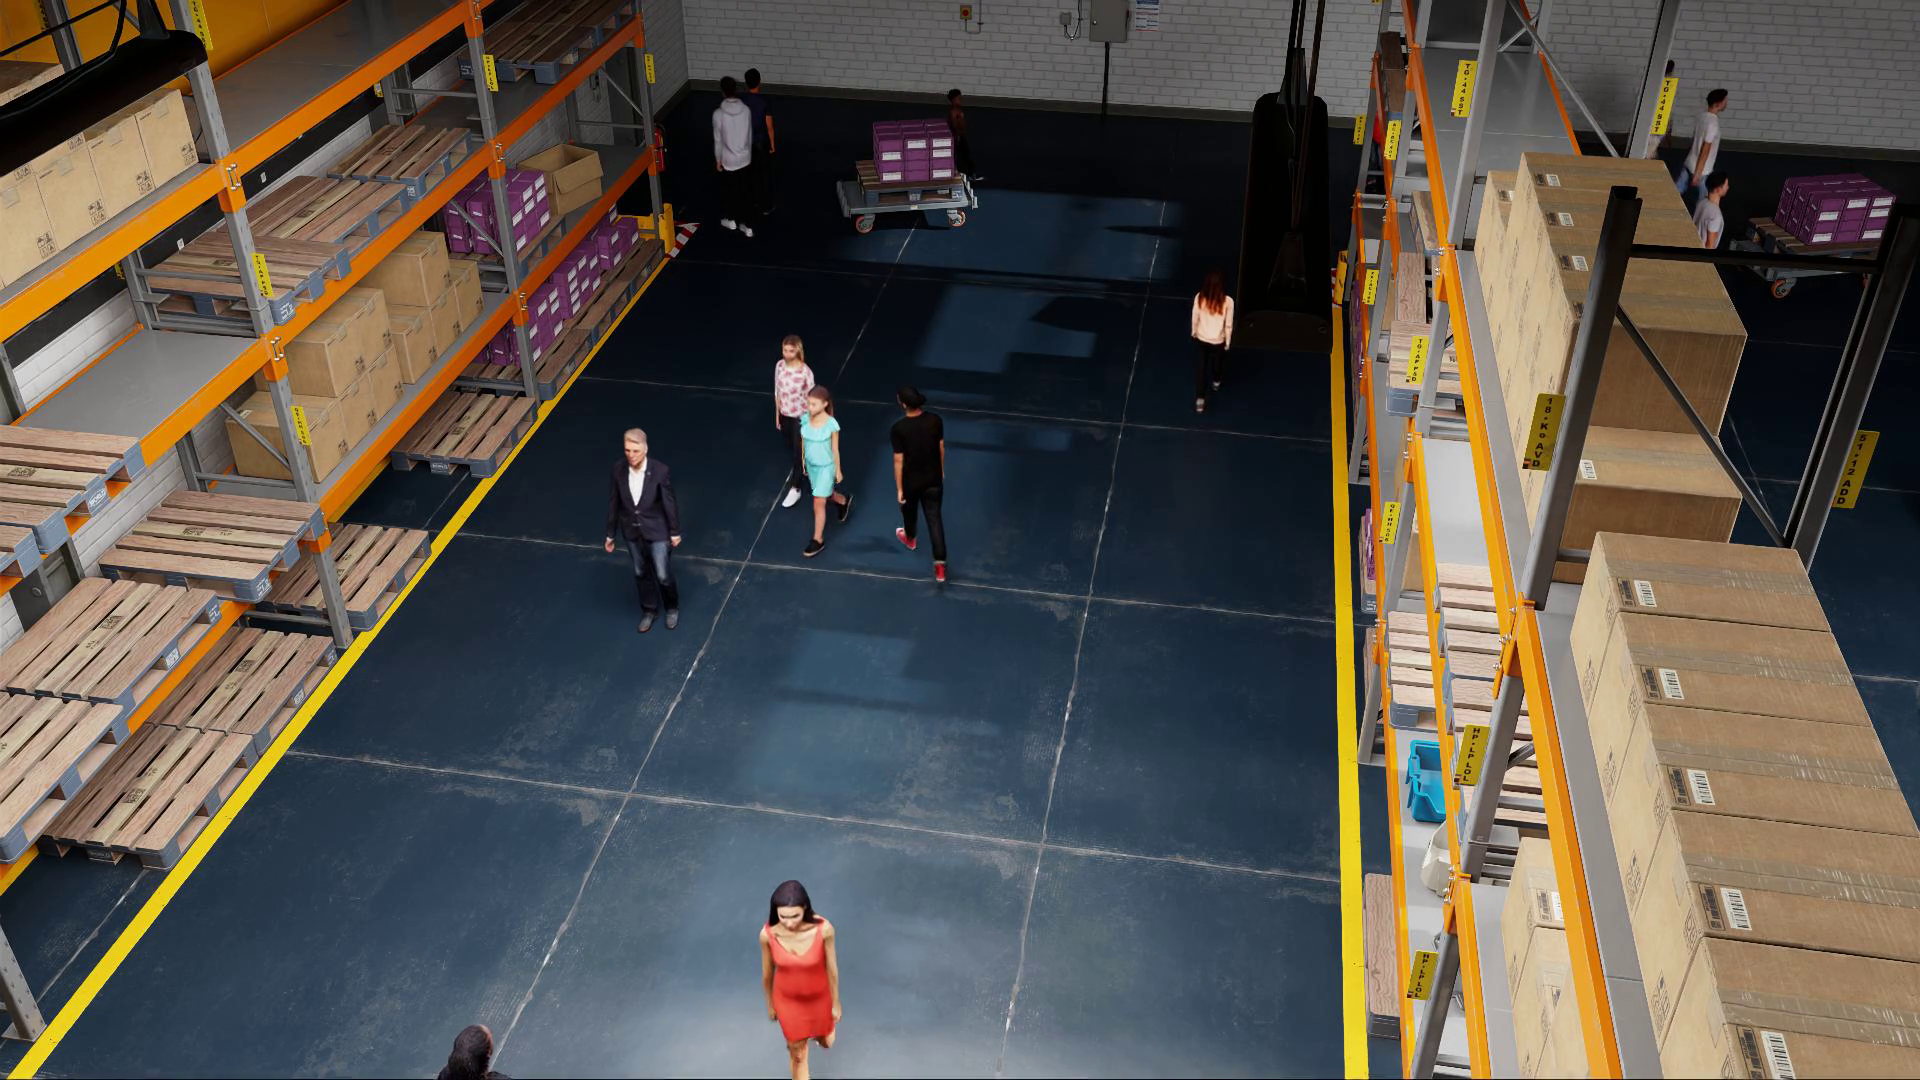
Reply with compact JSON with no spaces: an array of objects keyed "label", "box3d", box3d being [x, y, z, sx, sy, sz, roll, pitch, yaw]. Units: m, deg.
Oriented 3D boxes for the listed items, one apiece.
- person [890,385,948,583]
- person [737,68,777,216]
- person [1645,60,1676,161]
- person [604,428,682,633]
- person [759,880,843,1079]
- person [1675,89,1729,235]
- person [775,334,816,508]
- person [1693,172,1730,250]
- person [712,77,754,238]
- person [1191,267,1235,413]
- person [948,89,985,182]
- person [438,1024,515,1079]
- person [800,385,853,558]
[{"label":"person","box3d":[-0.301,-0.442,13.863,1.018,1.707,1.280,-9,35,-13]},{"label":"person","box3d":[-2.528,-4.912,20.514,0.627,1.790,0.530,4,34,6]},{"label":"person","box3d":[8.478,-4.989,20.612,1.072,1.809,1.266,-9,35,-13]},{"label":"person","box3d":[-2.499,-0.138,13.314,0.712,1.808,0.633,7,34,11]},{"label":"person","box3d":[-0.878,2.530,9.398,0.769,1.700,1.017,-4,34,-6]},{"label":"person","box3d":[8.688,-4.441,19.775,0.935,1.823,1.200,-2,34,-3]},{"label":"person","box3d":[-1.436,-1.144,15.007,0.811,1.609,1.065,19,38,26]},{"label":"person","box3d":[7.790,-3.004,17.587,0.755,1.851,0.523,2,34,2]},{"label":"person","box3d":[-2.640,-4.526,19.826,0.914,1.908,0.973,-20,38,-27]},{"label":"person","box3d":[2.445,-1.948,16.365,0.685,1.446,0.962,11,35,16]},{"label":"person","box3d":[-0.128,-5.196,21.455,0.618,1.220,0.855,8,34,11]},{"label":"person","box3d":[-2.404,3.170,8.424,0.691,1.713,0.805,13,36,18]},{"label":"person","box3d":[-1.151,-0.661,14.345,0.809,1.539,1.076,20,38,27]}]
